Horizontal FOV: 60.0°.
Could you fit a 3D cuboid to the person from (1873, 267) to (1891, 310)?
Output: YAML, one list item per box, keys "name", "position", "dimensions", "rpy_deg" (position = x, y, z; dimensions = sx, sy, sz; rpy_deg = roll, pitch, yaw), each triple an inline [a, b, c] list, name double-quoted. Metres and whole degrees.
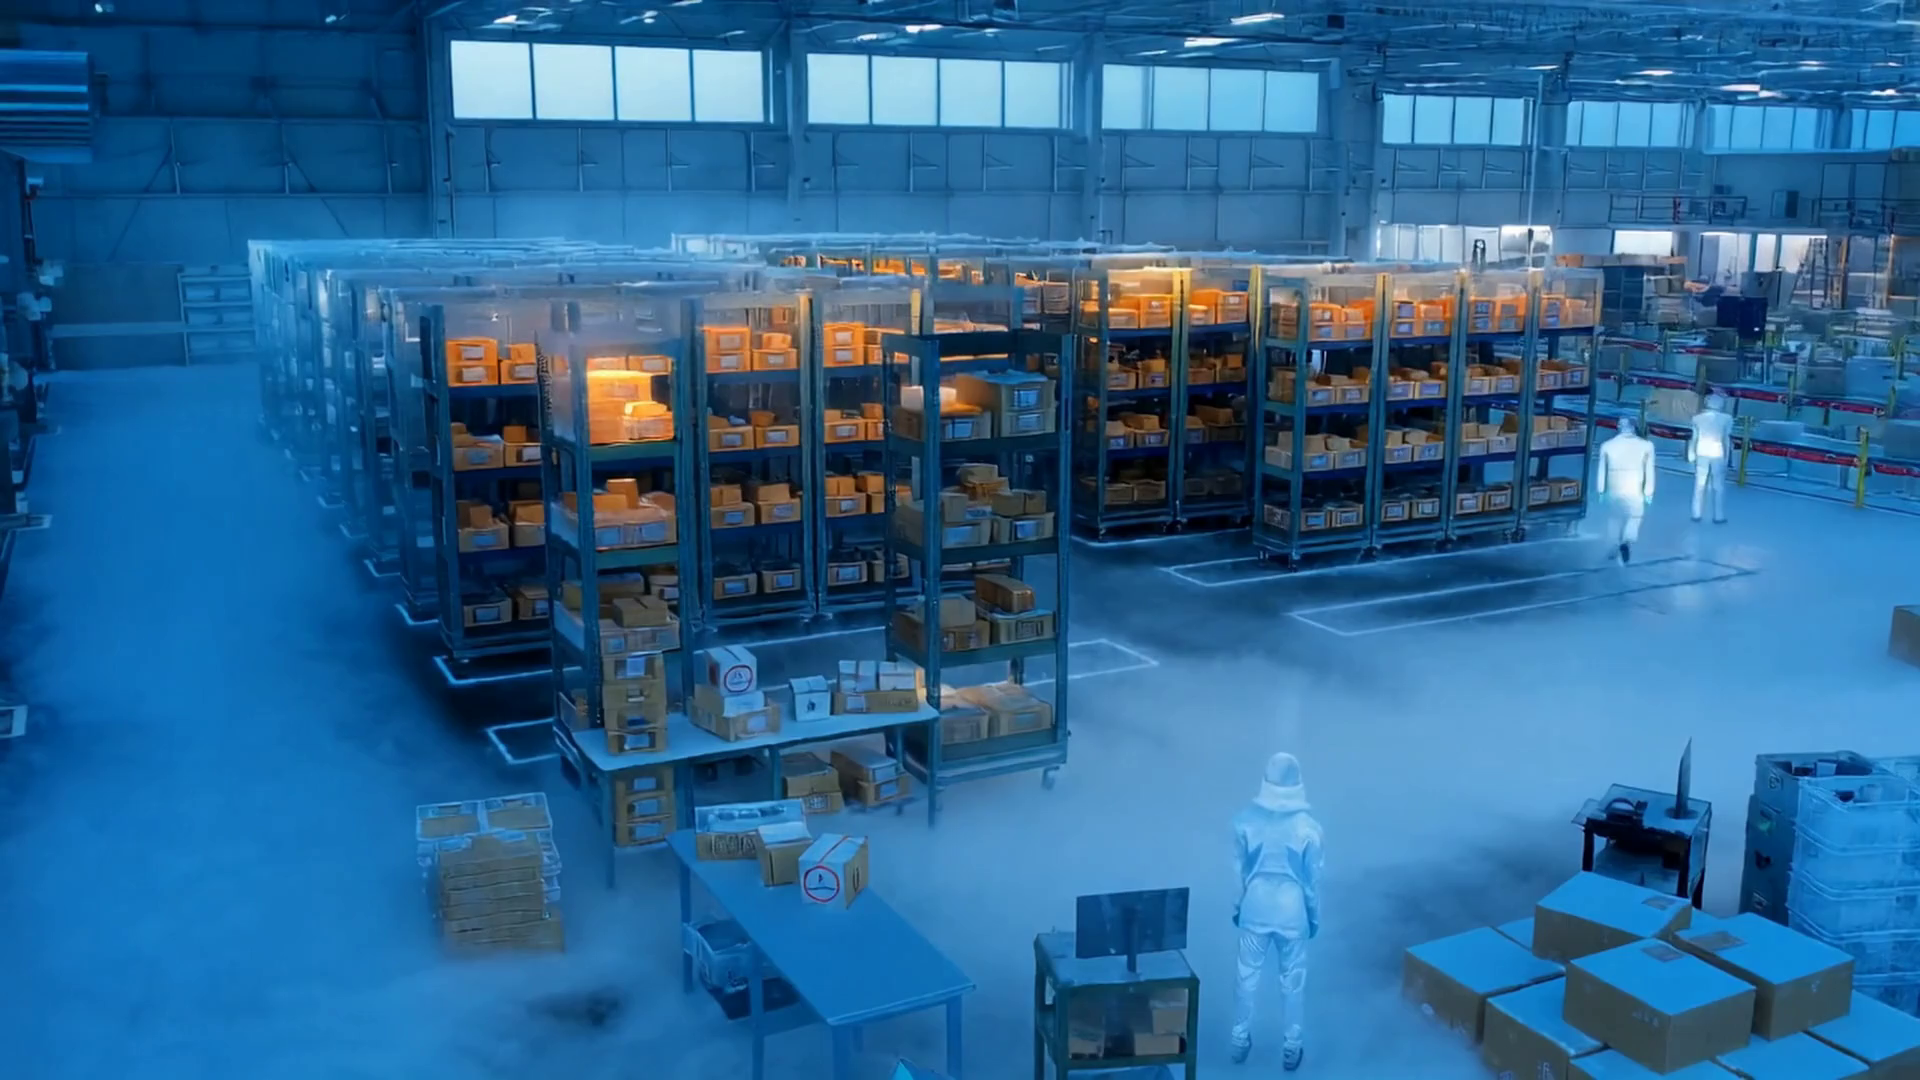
- name: "person"
  position: [33.143, -8.910, 59.811]
  dimensions: [0.533, 1.767, 0.324]
  rpy_deg: [7, 14, 29]

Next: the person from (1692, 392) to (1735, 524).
- name: "person"
  position: [10.527, -1.145, 23.292]
  dimensions: [0.563, 1.850, 0.390]
  rpy_deg: [10, 16, 40]

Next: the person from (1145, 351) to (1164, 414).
- name: "person"
  position: [3.469, -2.614, 30.297]
  dimensions: [0.899, 1.799, 0.584]
  rpy_deg: [-4, 13, -18]

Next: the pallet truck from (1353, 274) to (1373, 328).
- name: "pallet truck"
  position: [13.011, -8.050, 55.243]
  dimensions: [0.823, 1.965, 1.885]
  rpy_deg: [-7, 14, -28]

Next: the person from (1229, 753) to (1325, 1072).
- name: "person"
  position: [1.694, 1.985, 8.929]
  dimensions: [0.485, 1.735, 0.343]
  rpy_deg: [3, 13, 16]

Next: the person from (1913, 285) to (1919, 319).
- name: "person"
  position: [28.036, -6.557, 48.558]
  dimensions: [0.329, 1.872, 0.508]
  rpy_deg: [-1, 12, -7]

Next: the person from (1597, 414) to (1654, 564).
- name: "person"
  position: [8.310, -0.633, 20.794]
  dimensions: [0.672, 1.891, 0.420]
  rpy_deg: [6, 14, 27]
